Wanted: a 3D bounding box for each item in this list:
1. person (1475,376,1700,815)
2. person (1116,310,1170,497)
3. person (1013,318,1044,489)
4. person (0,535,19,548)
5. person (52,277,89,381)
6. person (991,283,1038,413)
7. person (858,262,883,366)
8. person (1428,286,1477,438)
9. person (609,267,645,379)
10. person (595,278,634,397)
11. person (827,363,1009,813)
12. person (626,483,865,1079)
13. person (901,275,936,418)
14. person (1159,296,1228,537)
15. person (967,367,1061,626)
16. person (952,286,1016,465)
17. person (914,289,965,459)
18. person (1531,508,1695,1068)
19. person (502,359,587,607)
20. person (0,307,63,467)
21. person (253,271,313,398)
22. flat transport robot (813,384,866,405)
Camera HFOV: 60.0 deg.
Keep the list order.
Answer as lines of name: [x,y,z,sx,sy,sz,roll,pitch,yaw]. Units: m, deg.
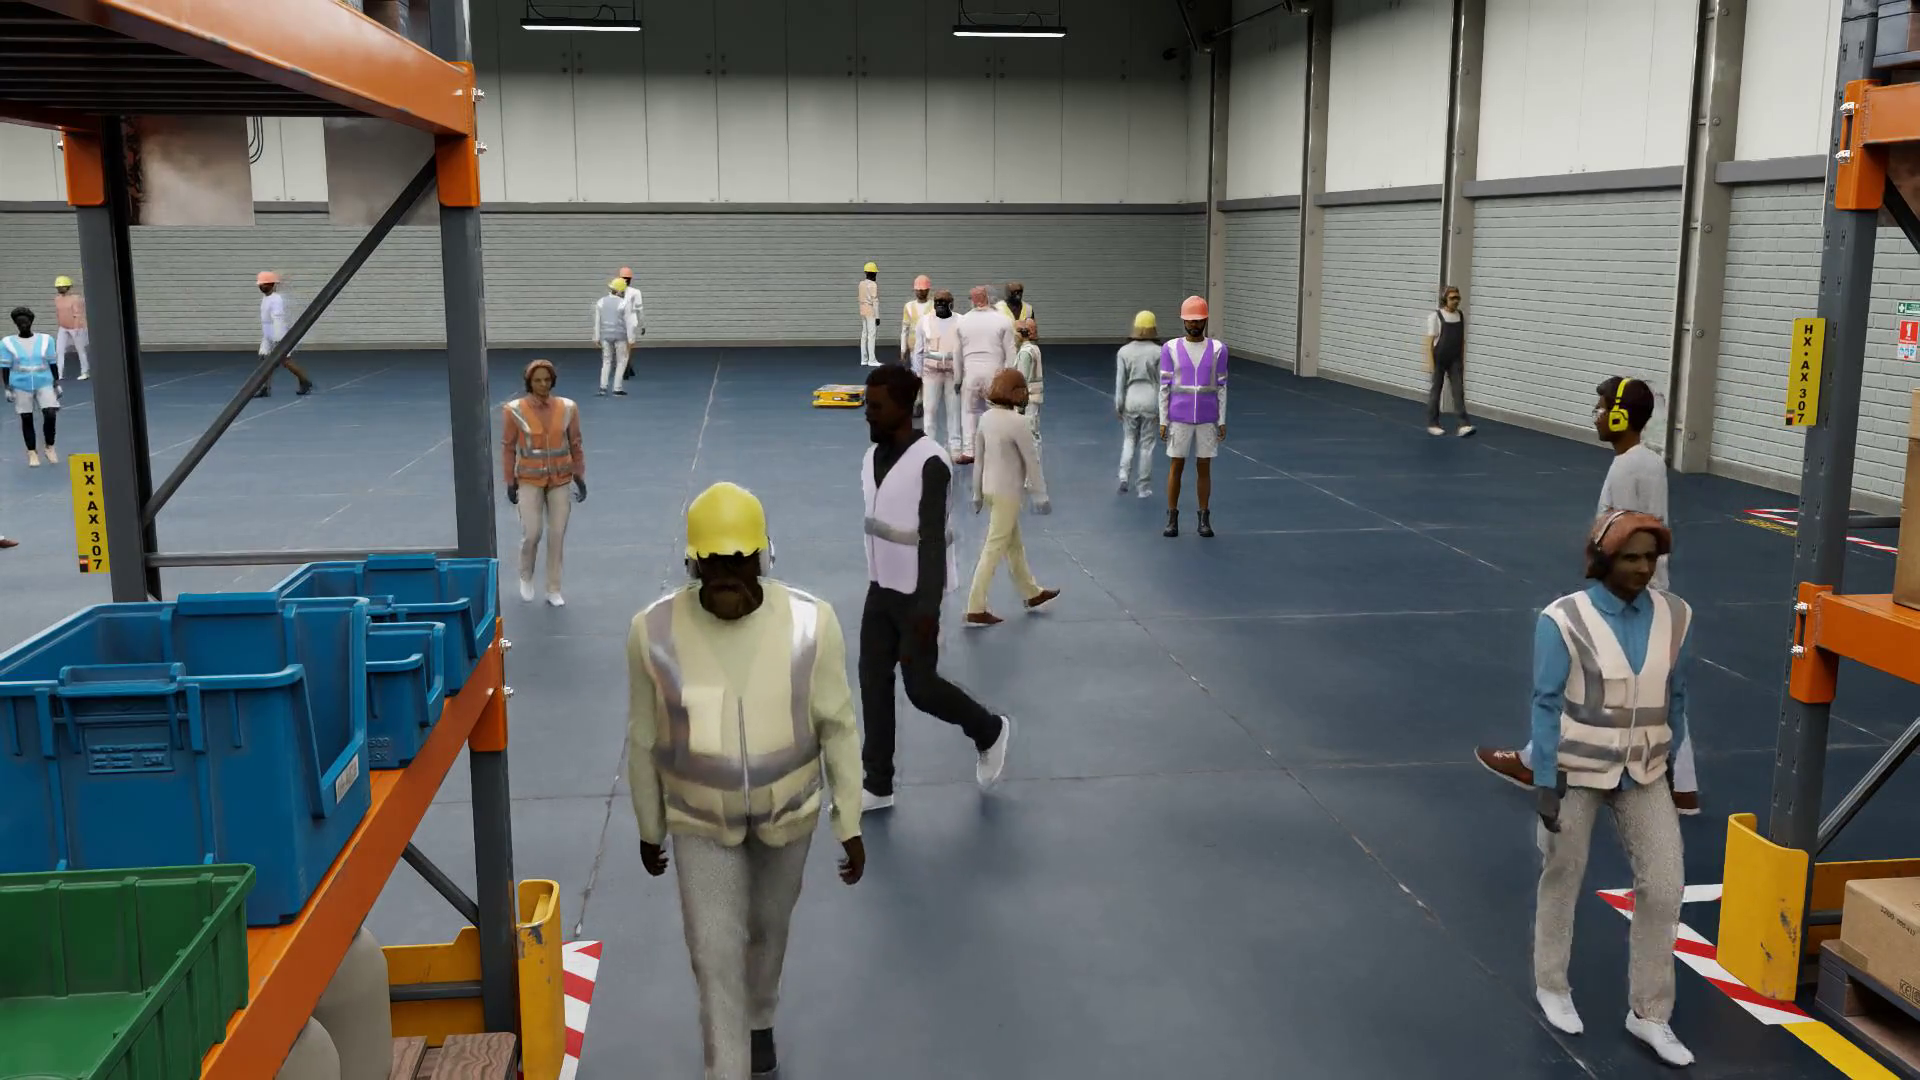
person: [2.737,0.226,7.049,0.959,1.814,0.560,8,13,39]
person: [1.704,-1.255,15.403,0.490,1.732,0.350,5,11,24]
person: [0.652,-1.311,15.985,0.312,1.635,0.516,2,11,11]
person: [-7.534,-0.658,12.488,0.514,1.605,0.804,5,12,27]
person: [-14.925,-3.513,27.758,0.535,1.732,0.817,2,11,11]
person: [0.740,-2.507,22.091,0.651,1.788,0.959,-4,11,-23]
person: [-1.671,-4.200,31.009,0.367,1.927,0.587,-7,12,-34]
person: [5.893,-2.122,19.931,0.545,1.806,0.922,-2,11,-12]
person: [-5.673,-3.684,28.289,0.560,1.896,0.985,1,10,3]
person: [-5.196,-3.037,25.035,0.686,1.790,0.407,4,11,20]
person: [-0.177,0.202,6.964,0.768,1.899,0.599,-7,12,-34]
person: [-0.570,0.725,4.445,0.608,1.780,0.940,-2,11,-12]
person: [-0.505,-2.628,22.485,0.551,1.902,0.954,3,11,15]
person: [1.870,-0.983,13.342,0.553,1.935,0.361,0,10,2]
person: [0.362,-0.273,10.400,0.840,1.596,0.506,-6,12,-29]
person: [0.253,-1.703,17.466,0.703,1.888,0.441,3,11,14]
person: [-0.178,-1.784,18.006,0.627,1.840,0.429,0,10,0]
person: [1.928,0.726,4.847,0.537,1.620,0.652,-2,10,-9]
person: [-2.687,-0.360,10.801,0.517,1.626,0.362,-6,12,-29]
person: [-9.658,-1.581,17.306,0.565,1.675,0.506,-7,12,-33]
person: [-10.273,-3.096,25.044,0.917,1.906,0.557,-10,14,-44]
flat transport robot: [-1.708,-2.098,24.031,0.652,0.197,1.431,0,10,3]
